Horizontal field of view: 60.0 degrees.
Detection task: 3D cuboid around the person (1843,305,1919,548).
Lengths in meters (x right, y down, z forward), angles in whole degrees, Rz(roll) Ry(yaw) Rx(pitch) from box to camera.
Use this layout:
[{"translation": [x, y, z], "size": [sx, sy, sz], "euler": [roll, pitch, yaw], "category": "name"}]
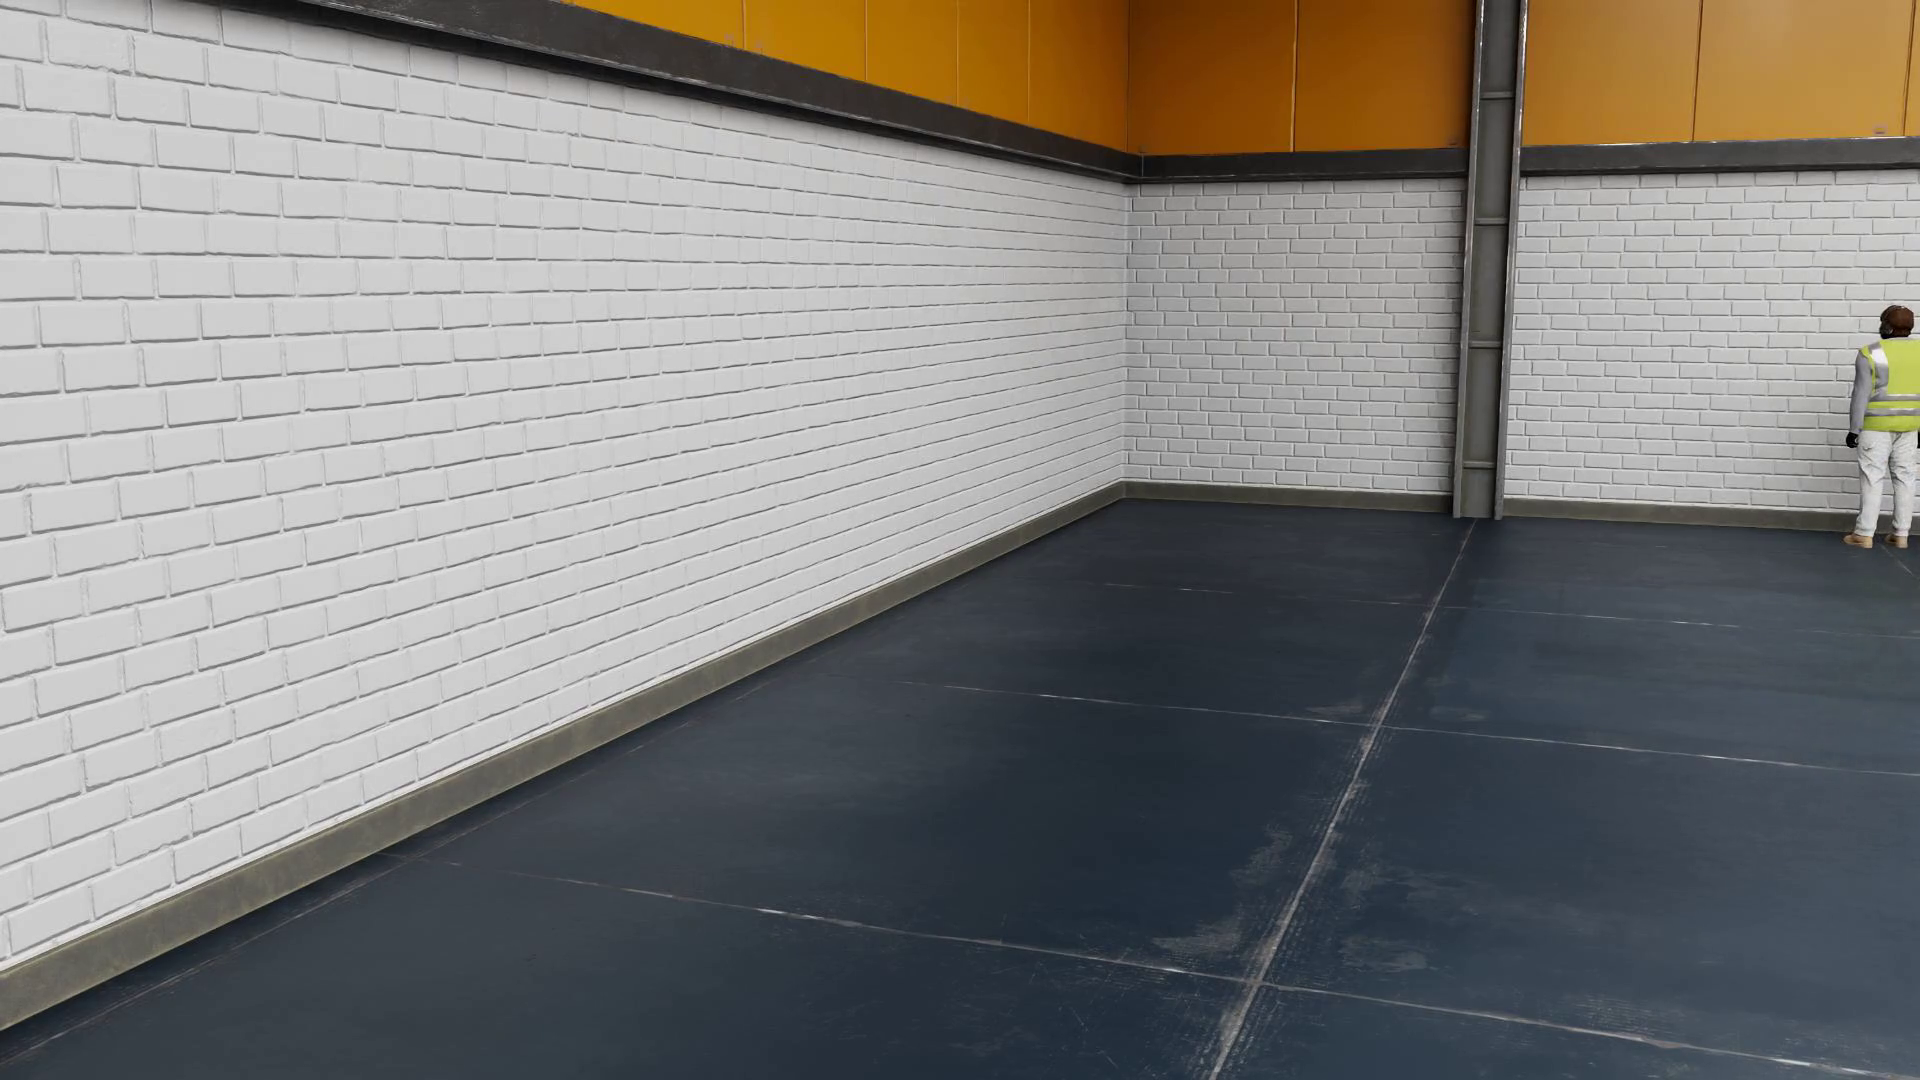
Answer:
[{"translation": [7.044, -0.851, 12.628], "size": [0.632, 1.843, 0.429], "euler": [0, 9, -1], "category": "person"}]
